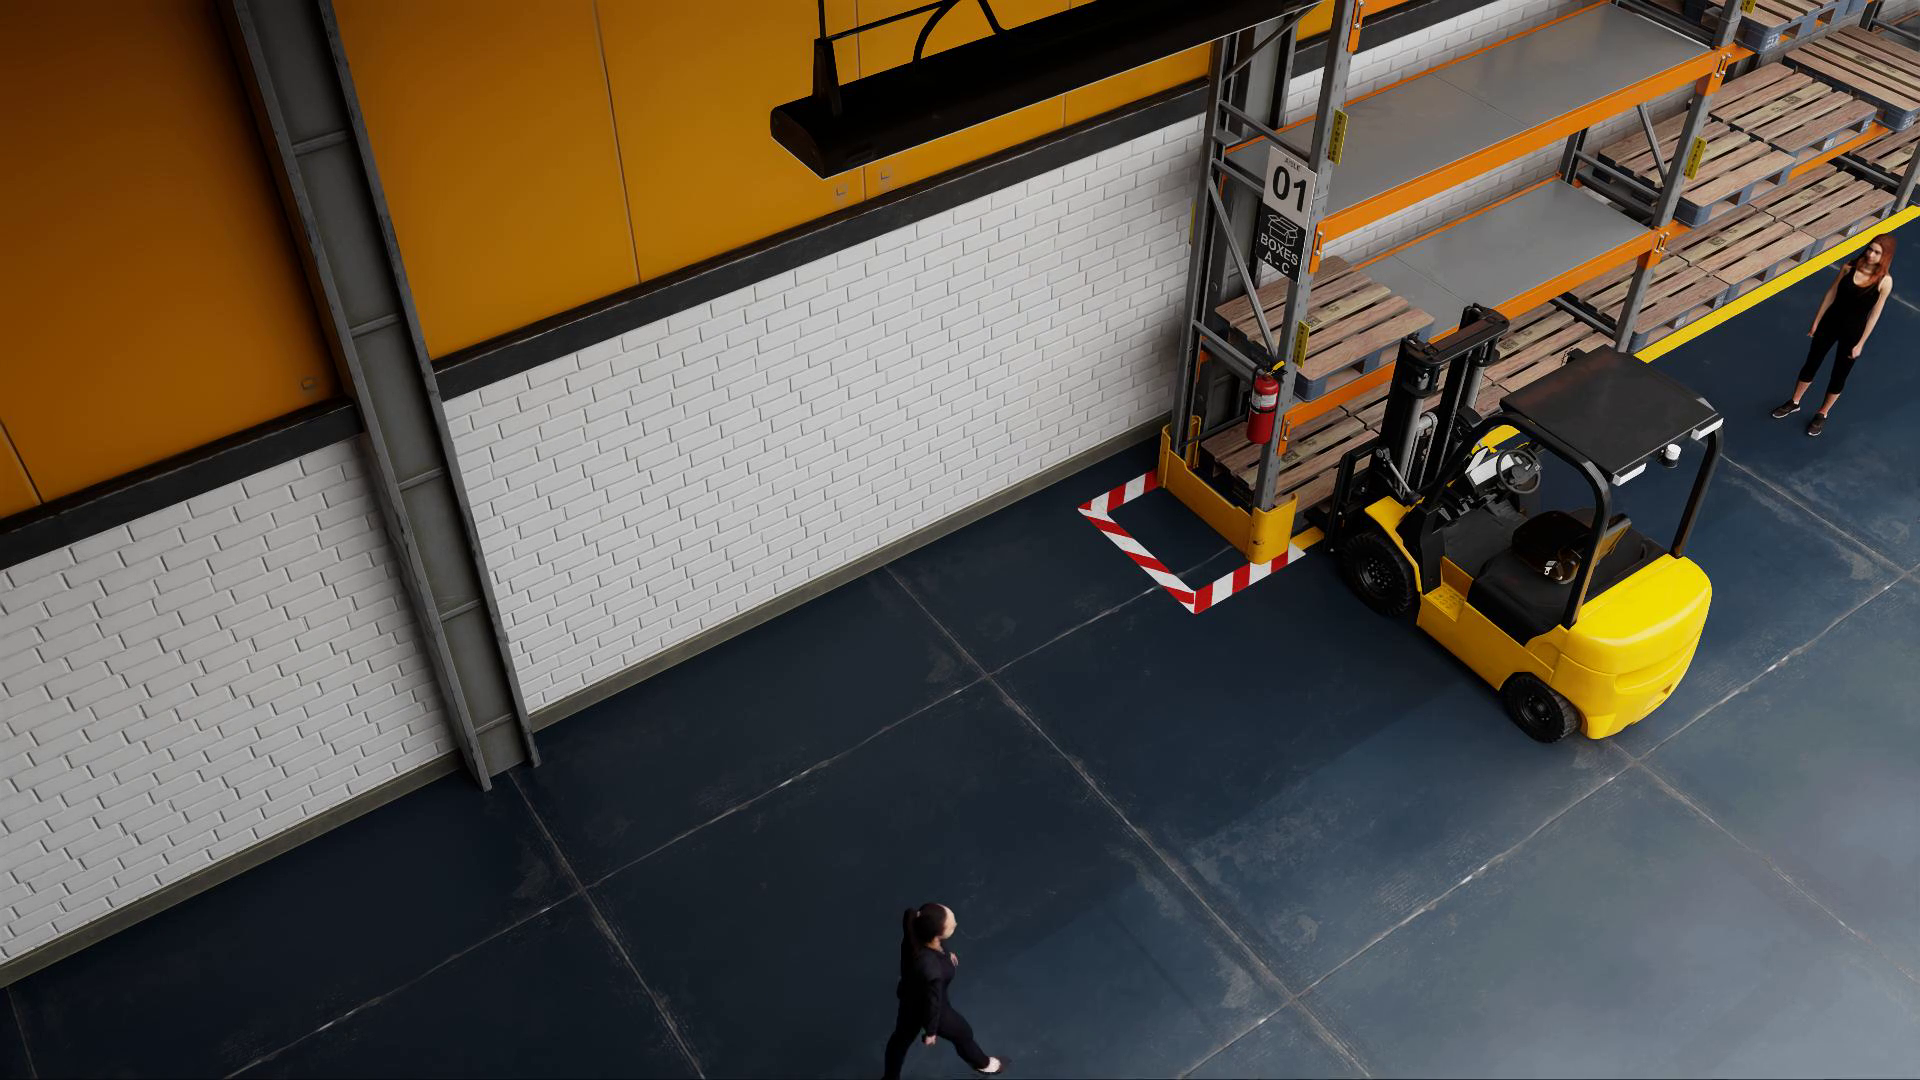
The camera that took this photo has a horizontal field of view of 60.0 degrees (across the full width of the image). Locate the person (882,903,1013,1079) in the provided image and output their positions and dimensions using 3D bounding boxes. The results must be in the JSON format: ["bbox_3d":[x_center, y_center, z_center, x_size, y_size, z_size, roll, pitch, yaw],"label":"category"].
[{"bbox_3d":[-0.248,2.395,8.493,1.028,1.674,0.763,-15,46,-15],"label":"person"}]

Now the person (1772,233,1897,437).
[{"bbox_3d":[6.710,-1.588,12.636,0.531,1.726,0.581,-31,52,-29],"label":"person"}]
